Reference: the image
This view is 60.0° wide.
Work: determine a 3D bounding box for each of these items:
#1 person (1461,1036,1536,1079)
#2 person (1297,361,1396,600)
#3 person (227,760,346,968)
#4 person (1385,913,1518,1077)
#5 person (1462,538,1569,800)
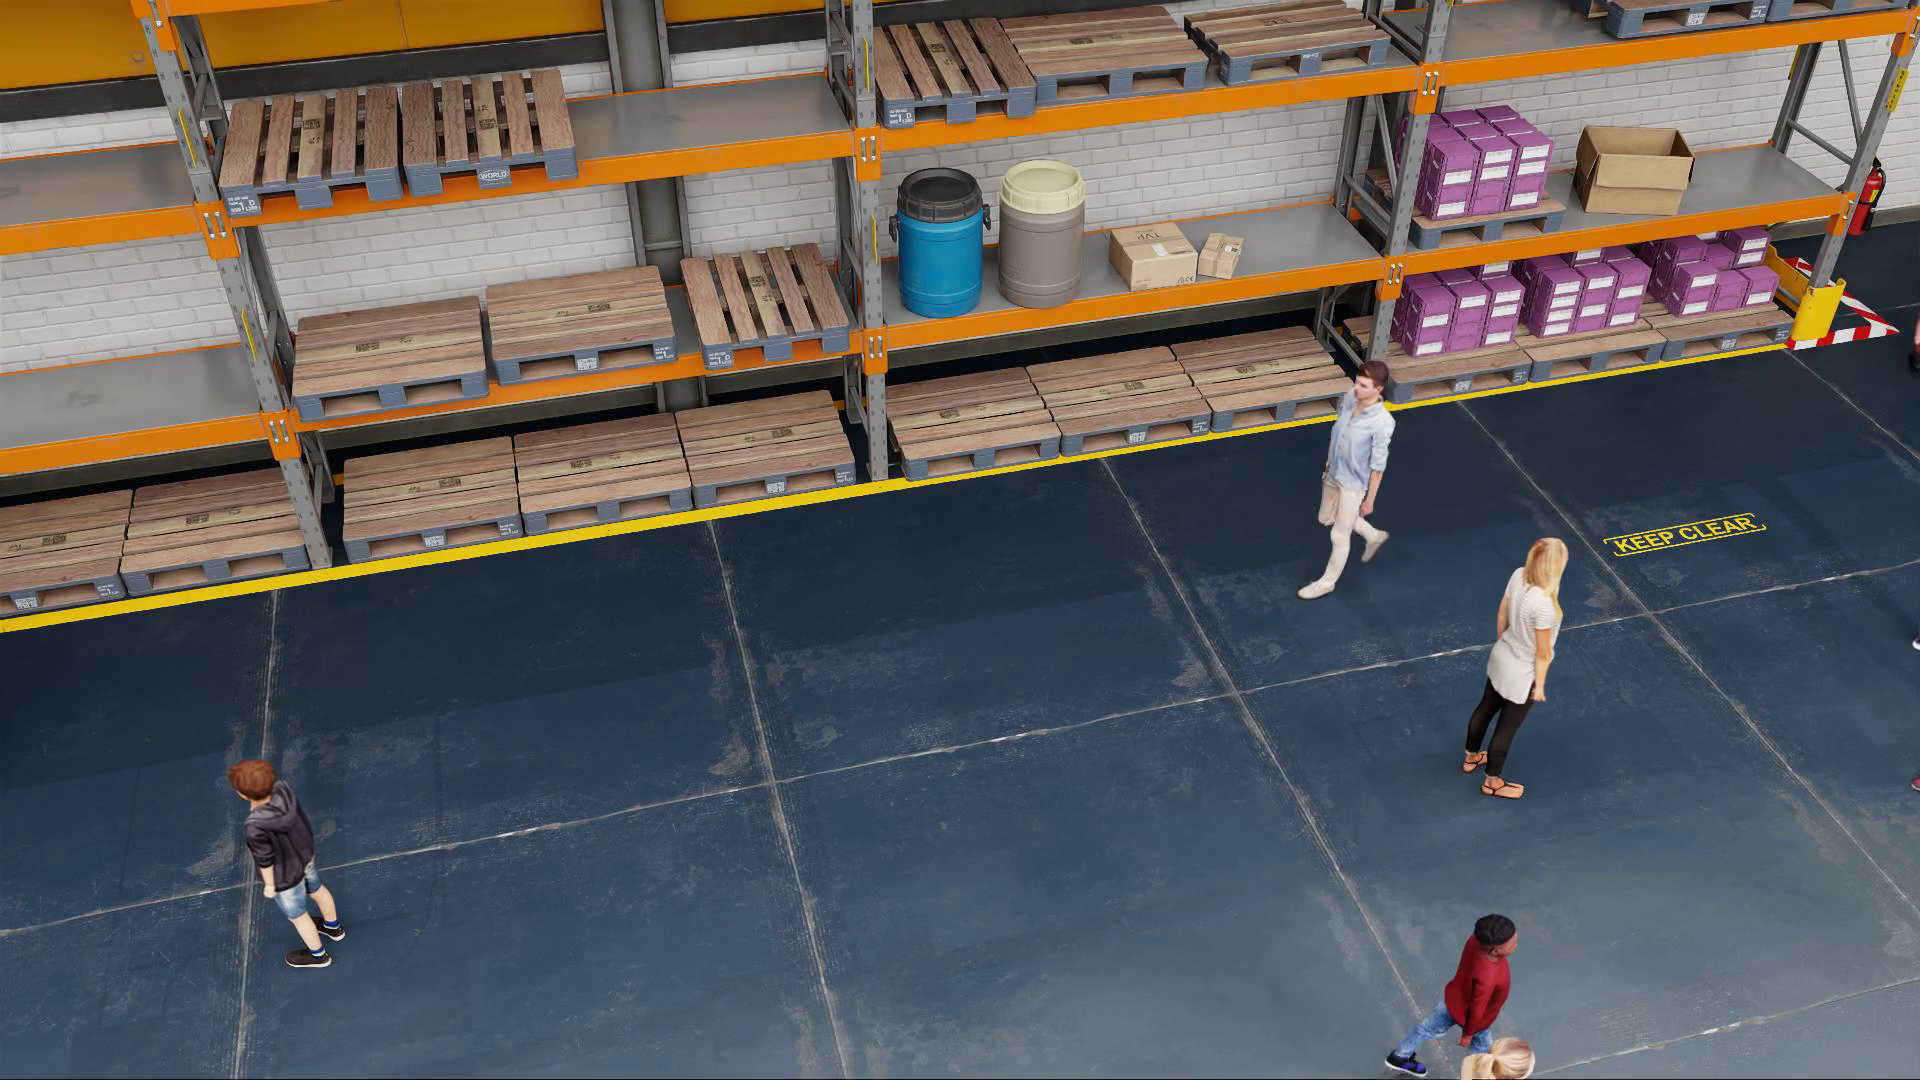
[{"bbox_3d":[2.151,2.674,7.172,0.731,1.693,0.580,-6,39,-7],"label":"person"},{"bbox_3d":[2.639,-0.415,10.925,0.969,1.837,0.711,-14,41,-17],"label":"person"},{"bbox_3d":[-3.493,1.669,8.628,0.635,1.446,0.613,8,39,10],"label":"person"},{"bbox_3d":[2.398,2.253,8.076,0.957,1.221,0.678,3,39,3],"label":"person"},{"bbox_3d":[3.171,0.723,9.508,0.512,1.826,0.596,-9,39,-11],"label":"person"}]
